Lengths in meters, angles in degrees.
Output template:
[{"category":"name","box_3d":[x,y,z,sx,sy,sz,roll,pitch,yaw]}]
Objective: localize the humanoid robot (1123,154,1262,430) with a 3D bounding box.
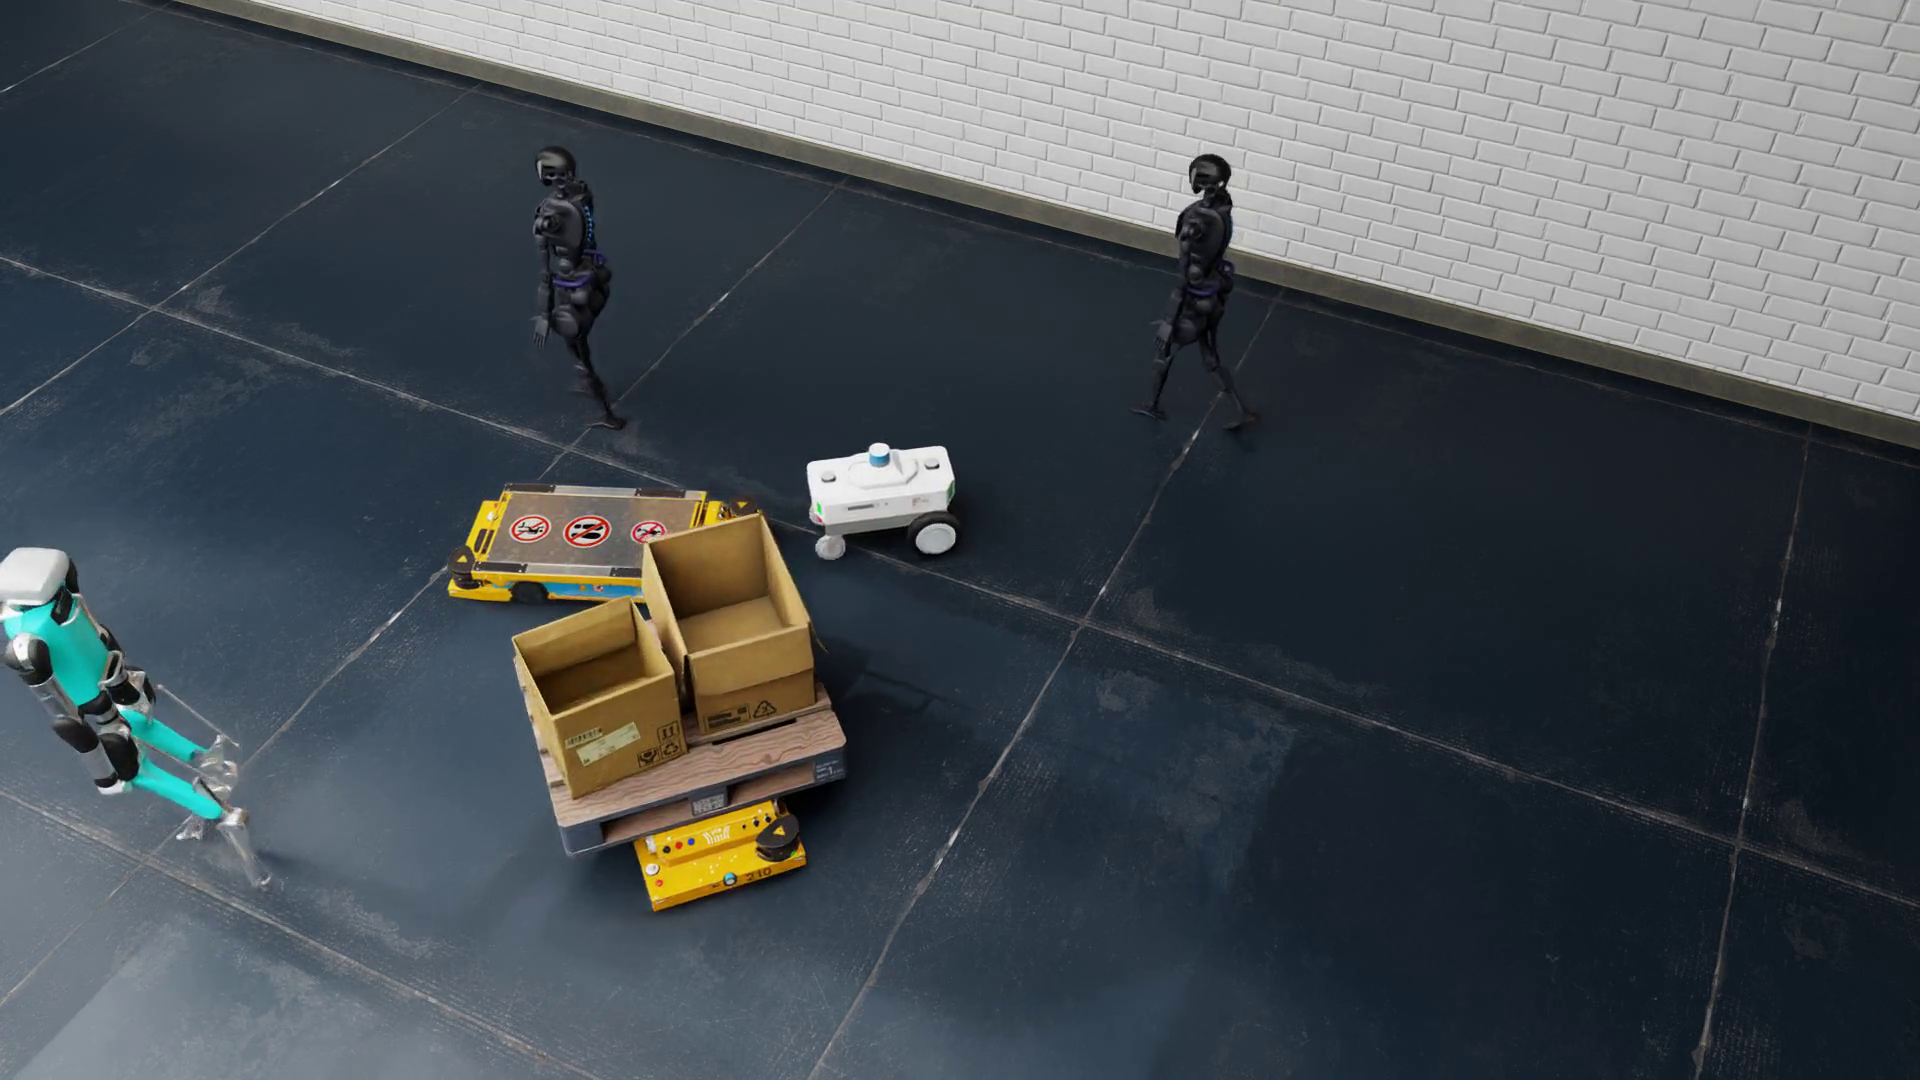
[{"category":"humanoid robot","box_3d":[1.261,-1.236,8.584,0.747,1.637,0.613,22,47,22]}]

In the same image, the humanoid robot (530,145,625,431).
[{"category":"humanoid robot","box_3d":[-2.014,-1.266,8.601,0.483,1.655,0.598,11,44,12]}]

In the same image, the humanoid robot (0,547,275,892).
[{"category":"humanoid robot","box_3d":[-3.015,0.728,6.448,0.787,1.827,0.533,-6,43,-7]}]

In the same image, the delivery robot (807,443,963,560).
[{"category":"delivery robot","box_3d":[-0.374,-0.220,8.293,0.814,0.610,0.499,-8,43,-8]}]

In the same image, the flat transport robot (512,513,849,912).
[{"category":"flat transport robot","box_3d":[-1.189,0.920,7.262,0.659,0.231,1.431,-15,45,-15]}]

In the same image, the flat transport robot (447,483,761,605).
[{"category":"flat transport robot","box_3d":[-1.743,0.033,8.219,1.431,0.231,0.659,2,43,3]}]
